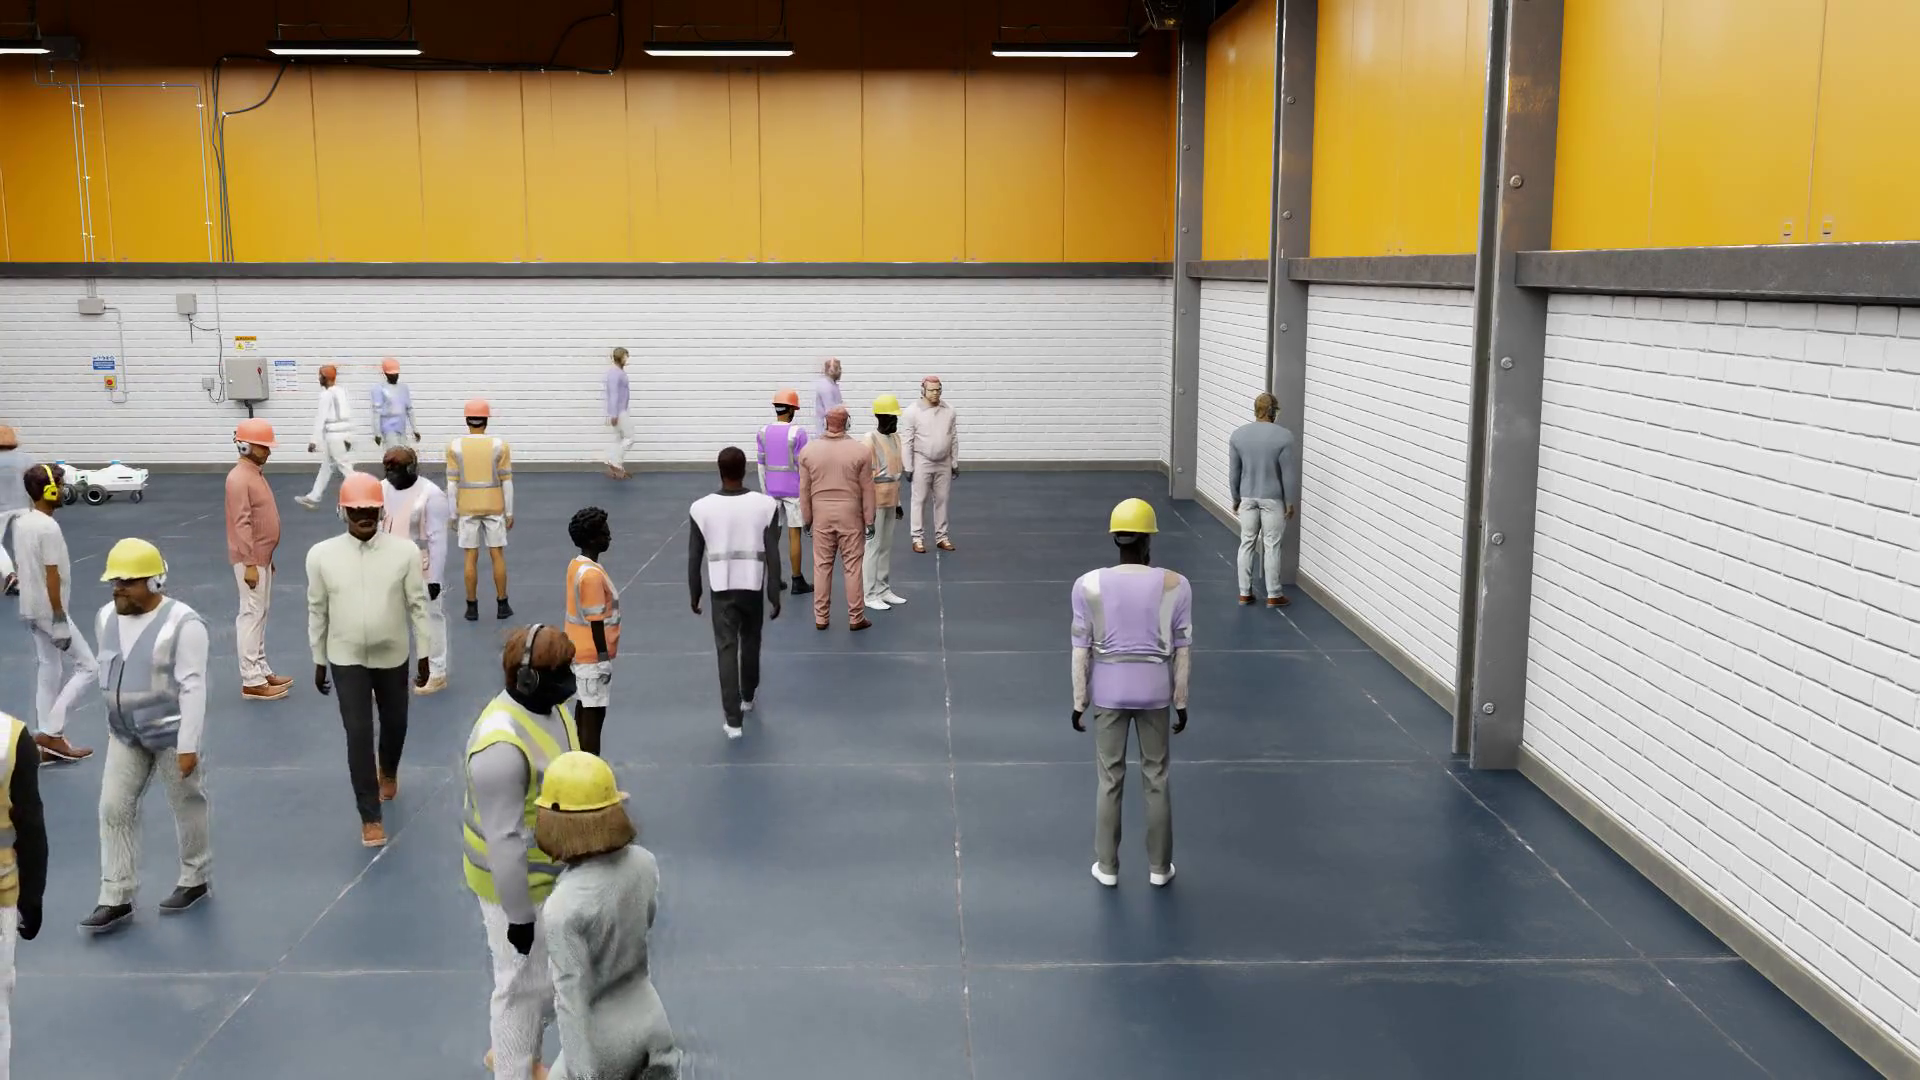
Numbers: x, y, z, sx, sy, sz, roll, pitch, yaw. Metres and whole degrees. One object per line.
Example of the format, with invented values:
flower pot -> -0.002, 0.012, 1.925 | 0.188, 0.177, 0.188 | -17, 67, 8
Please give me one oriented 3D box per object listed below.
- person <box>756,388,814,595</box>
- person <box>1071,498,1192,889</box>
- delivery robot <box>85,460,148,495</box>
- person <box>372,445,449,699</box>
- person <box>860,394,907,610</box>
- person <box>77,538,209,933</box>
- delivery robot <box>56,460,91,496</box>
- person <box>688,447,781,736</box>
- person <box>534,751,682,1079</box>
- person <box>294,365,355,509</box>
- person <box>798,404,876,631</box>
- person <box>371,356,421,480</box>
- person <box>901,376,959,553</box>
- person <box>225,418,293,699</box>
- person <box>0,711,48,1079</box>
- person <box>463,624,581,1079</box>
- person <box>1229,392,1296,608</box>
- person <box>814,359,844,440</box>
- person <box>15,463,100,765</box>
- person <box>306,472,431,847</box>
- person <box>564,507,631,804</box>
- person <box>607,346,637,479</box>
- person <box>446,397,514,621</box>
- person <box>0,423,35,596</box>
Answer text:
person -> -1.620, -0.453, 15.547 | 0.542, 1.930, 0.367 | 4, 10, 25
person -> 0.835, 0.757, 8.149 | 0.587, 1.922, 0.383 | 1, 9, 5
delivery robot -> -10.920, -0.793, 21.544 | 0.707, 0.478, 0.477 | -3, 10, -17
person -> -3.894, 0.238, 11.672 | 0.649, 1.808, 0.768 | 4, 10, 23
person -> -0.678, -0.348, 14.906 | 0.385, 1.928, 0.589 | 5, 10, 26
person -> -3.773, 0.899, 7.610 | 0.627, 1.804, 0.758 | 2, 10, 15
delivery robot -> -11.661, -0.801, 21.595 | 0.707, 0.478, 0.477 | 2, 9, 12
person -> -1.505, 0.313, 11.083 | 0.600, 1.856, 1.031 | -2, 9, -12
person -> -1.011, 1.429, 4.735 | 0.910, 1.687, 0.483 | 5, 11, 29
person -> -7.900, -1.269, 20.828 | 0.982, 1.830, 0.596 | 0, 9, 1
person -> -1.014, -0.184, 13.966 | 0.651, 1.905, 0.409 | 1, 9, 9
person -> -7.303, -1.425, 21.536 | 0.399, 1.913, 0.583 | 4, 10, 23
person -> -0.302, -0.809, 17.831 | 0.643, 1.902, 0.401 | -5, 10, -27
person -> -4.984, 0.129, 11.806 | 0.393, 1.985, 0.611 | -2, 10, -13
person -> -3.431, 1.215, 5.624 | 0.642, 1.829, 0.582 | -5, 11, -29
person -> -1.496, 1.183, 5.827 | 0.442, 1.825, 0.661 | 1, 9, 4
person -> 2.714, -0.355, 14.931 | 0.627, 1.935, 0.371 | 6, 11, 33
person -> -1.720, -1.482, 22.112 | 1.024, 1.850, 0.646 | 1, 9, 6
person -> -5.522, 0.460, 10.173 | 0.560, 1.854, 0.390 | 8, 12, 41
person -> -3.201, 0.591, 9.027 | 0.615, 1.973, 0.880 | -4, 10, -23
person -> -2.087, 0.654, 9.466 | 0.319, 1.697, 0.533 | -4, 10, -24
person -> -4.864, -1.824, 23.968 | 0.436, 1.927, 0.635 | -1, 9, -8
person -> -4.146, -0.271, 14.408 | 0.551, 1.932, 0.378 | -2, 10, -14
person -> -8.743, -0.260, 15.303 | 0.409, 1.625, 0.500 | 8, 12, 42
